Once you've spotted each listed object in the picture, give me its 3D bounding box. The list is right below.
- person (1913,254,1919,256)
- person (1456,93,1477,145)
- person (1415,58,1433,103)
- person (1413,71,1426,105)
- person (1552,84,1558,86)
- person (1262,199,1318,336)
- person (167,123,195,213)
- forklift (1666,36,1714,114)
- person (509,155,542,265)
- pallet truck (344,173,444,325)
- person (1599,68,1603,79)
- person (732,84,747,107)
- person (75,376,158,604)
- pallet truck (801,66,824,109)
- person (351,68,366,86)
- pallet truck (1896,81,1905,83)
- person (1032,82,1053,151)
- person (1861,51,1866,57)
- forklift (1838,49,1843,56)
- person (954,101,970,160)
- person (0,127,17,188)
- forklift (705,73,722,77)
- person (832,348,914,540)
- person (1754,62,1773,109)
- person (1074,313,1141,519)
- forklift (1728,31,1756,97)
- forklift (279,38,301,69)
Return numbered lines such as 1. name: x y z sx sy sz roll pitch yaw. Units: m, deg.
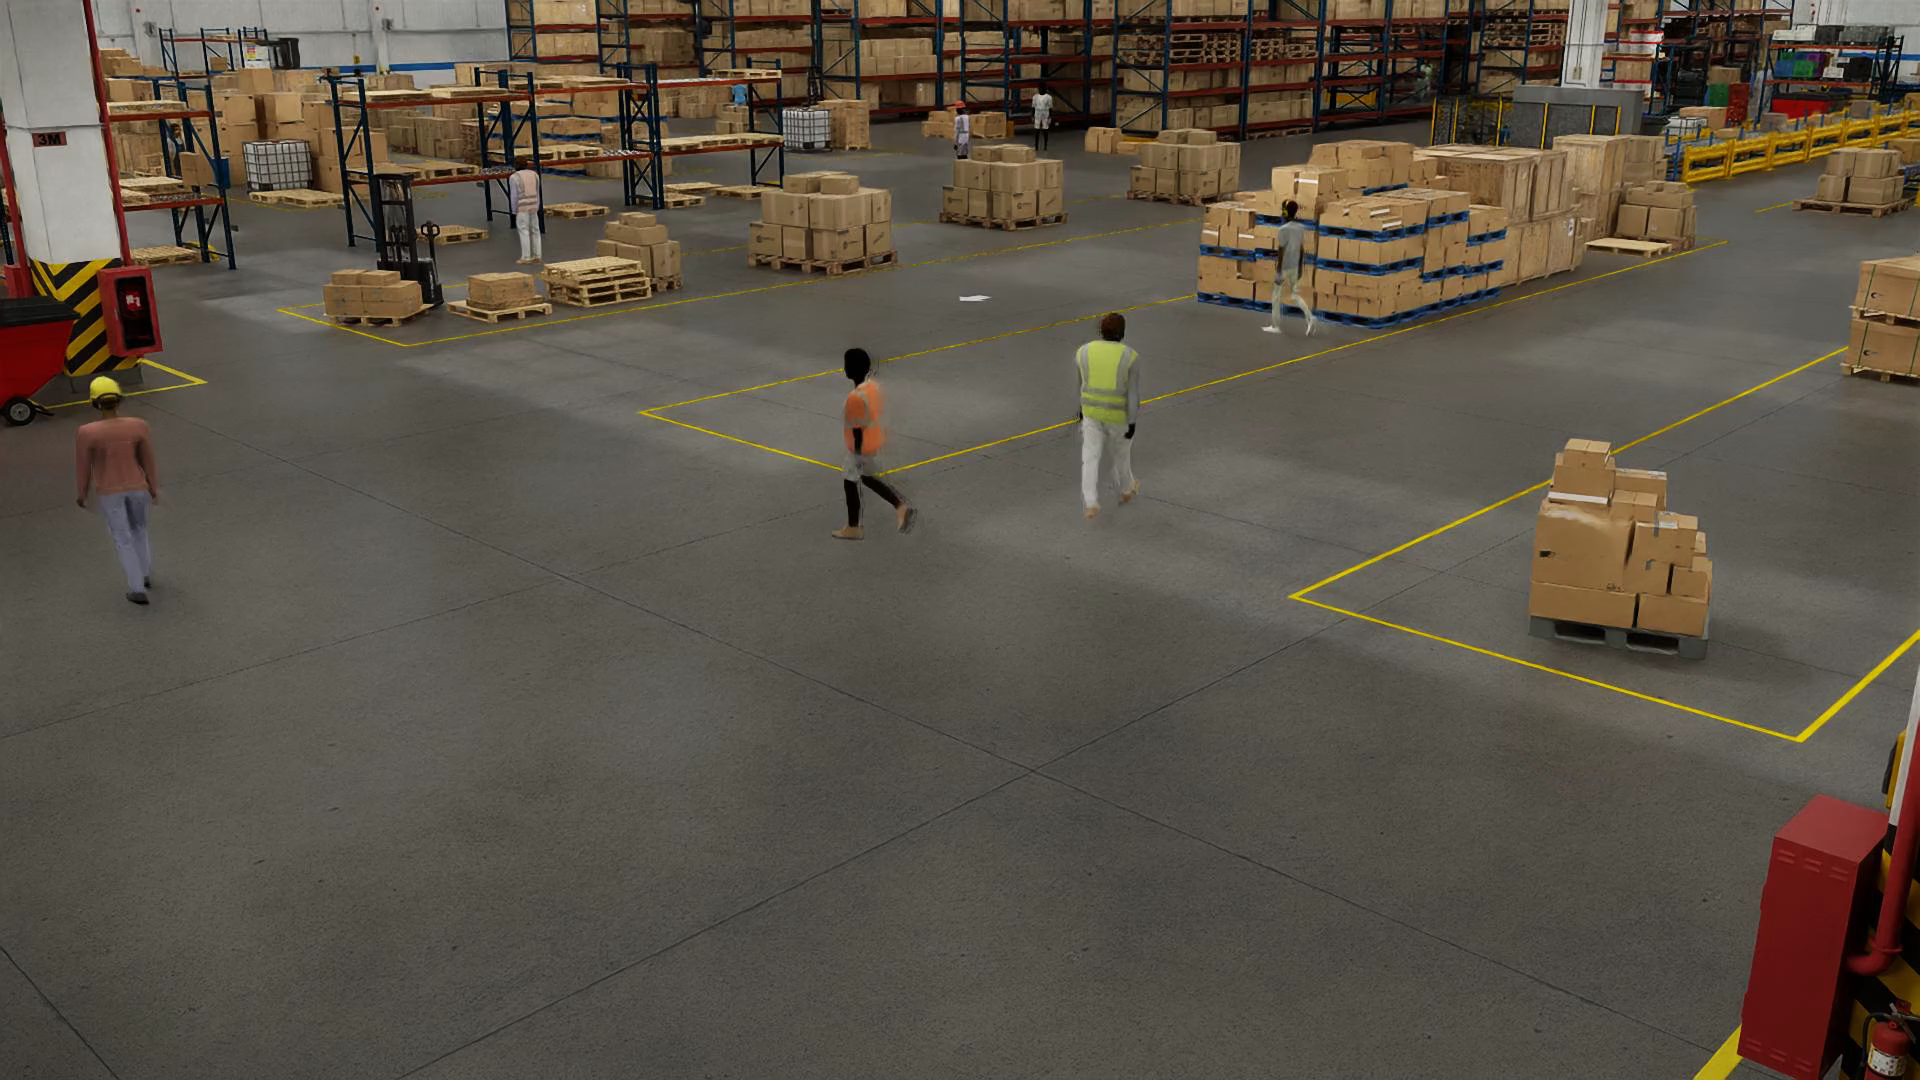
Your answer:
1. person: 16.768 -5.574 27.887 0.691 2.000 1.059 -13 22 -34
2. person: 14.636 -12.115 48.202 0.945 1.632 0.546 5 19 16
3. person: 19.193 -18.983 68.663 0.591 1.790 0.955 15 24 38
4. person: 17.190 -16.683 62.072 0.875 1.573 0.508 15 23 37
5. person: 18.639 -13.493 52.316 0.695 1.666 0.551 -16 24 -40
6. person: 4.490 -3.668 22.468 0.524 1.844 0.820 -12 22 -33
7. person: -16.439 -7.839 35.017 0.325 1.843 0.517 3 19 8
8. forklift: 27.341 -17.291 61.877 1.129 2.768 1.873 17 25 41
9. person: -7.408 -5.607 28.299 0.430 1.844 0.624 12 22 31
10. pallet truck: -8.209 -4.181 23.757 0.823 1.965 1.885 3 19 9
11. person: 22.300 -15.532 58.124 0.636 1.900 0.399 15 24 38
12. person: -7.473 -14.882 56.471 0.535 1.697 0.318 -8 20 -22
13. person: -6.479 -0.395 12.748 0.702 1.744 0.537 16 24 39
14. pallet truck: -4.812 -15.182 56.903 0.823 1.965 1.885 -9 21 -26
15. person: -20.796 -15.424 57.793 0.754 1.900 0.595 10 21 28
16. pallet truck: 34.802 -16.331 61.455 0.653 1.274 1.630 17 25 41
17. person: 2.368 -12.226 48.050 0.608 1.963 0.374 6 19 17
18. person: 38.751 -20.037 71.608 0.608 1.946 0.406 2 19 7
19. forklift: 42.287 -23.517 80.636 1.129 2.768 1.873 17 25 41
20. person: 0.021 -9.733 40.604 0.392 1.929 0.539 10 21 29
21. person: -19.525 -7.608 34.255 0.642 1.903 0.982 -7 20 -21
22. forklift: -9.729 -18.403 65.229 1.129 2.768 1.873 17 25 41
23. person: -0.760 -0.798 14.059 0.630 1.679 0.539 6 19 16
24. person: 31.142 -17.617 64.559 0.623 1.790 0.873 14 23 36
25. person: 1.341 -1.142 14.905 0.644 1.793 0.933 8 20 22
26. forklift: 32.916 -20.078 70.274 1.129 2.768 1.873 12 22 33
27. forklift: -24.151 -16.759 60.275 1.129 2.768 1.873 17 25 41
